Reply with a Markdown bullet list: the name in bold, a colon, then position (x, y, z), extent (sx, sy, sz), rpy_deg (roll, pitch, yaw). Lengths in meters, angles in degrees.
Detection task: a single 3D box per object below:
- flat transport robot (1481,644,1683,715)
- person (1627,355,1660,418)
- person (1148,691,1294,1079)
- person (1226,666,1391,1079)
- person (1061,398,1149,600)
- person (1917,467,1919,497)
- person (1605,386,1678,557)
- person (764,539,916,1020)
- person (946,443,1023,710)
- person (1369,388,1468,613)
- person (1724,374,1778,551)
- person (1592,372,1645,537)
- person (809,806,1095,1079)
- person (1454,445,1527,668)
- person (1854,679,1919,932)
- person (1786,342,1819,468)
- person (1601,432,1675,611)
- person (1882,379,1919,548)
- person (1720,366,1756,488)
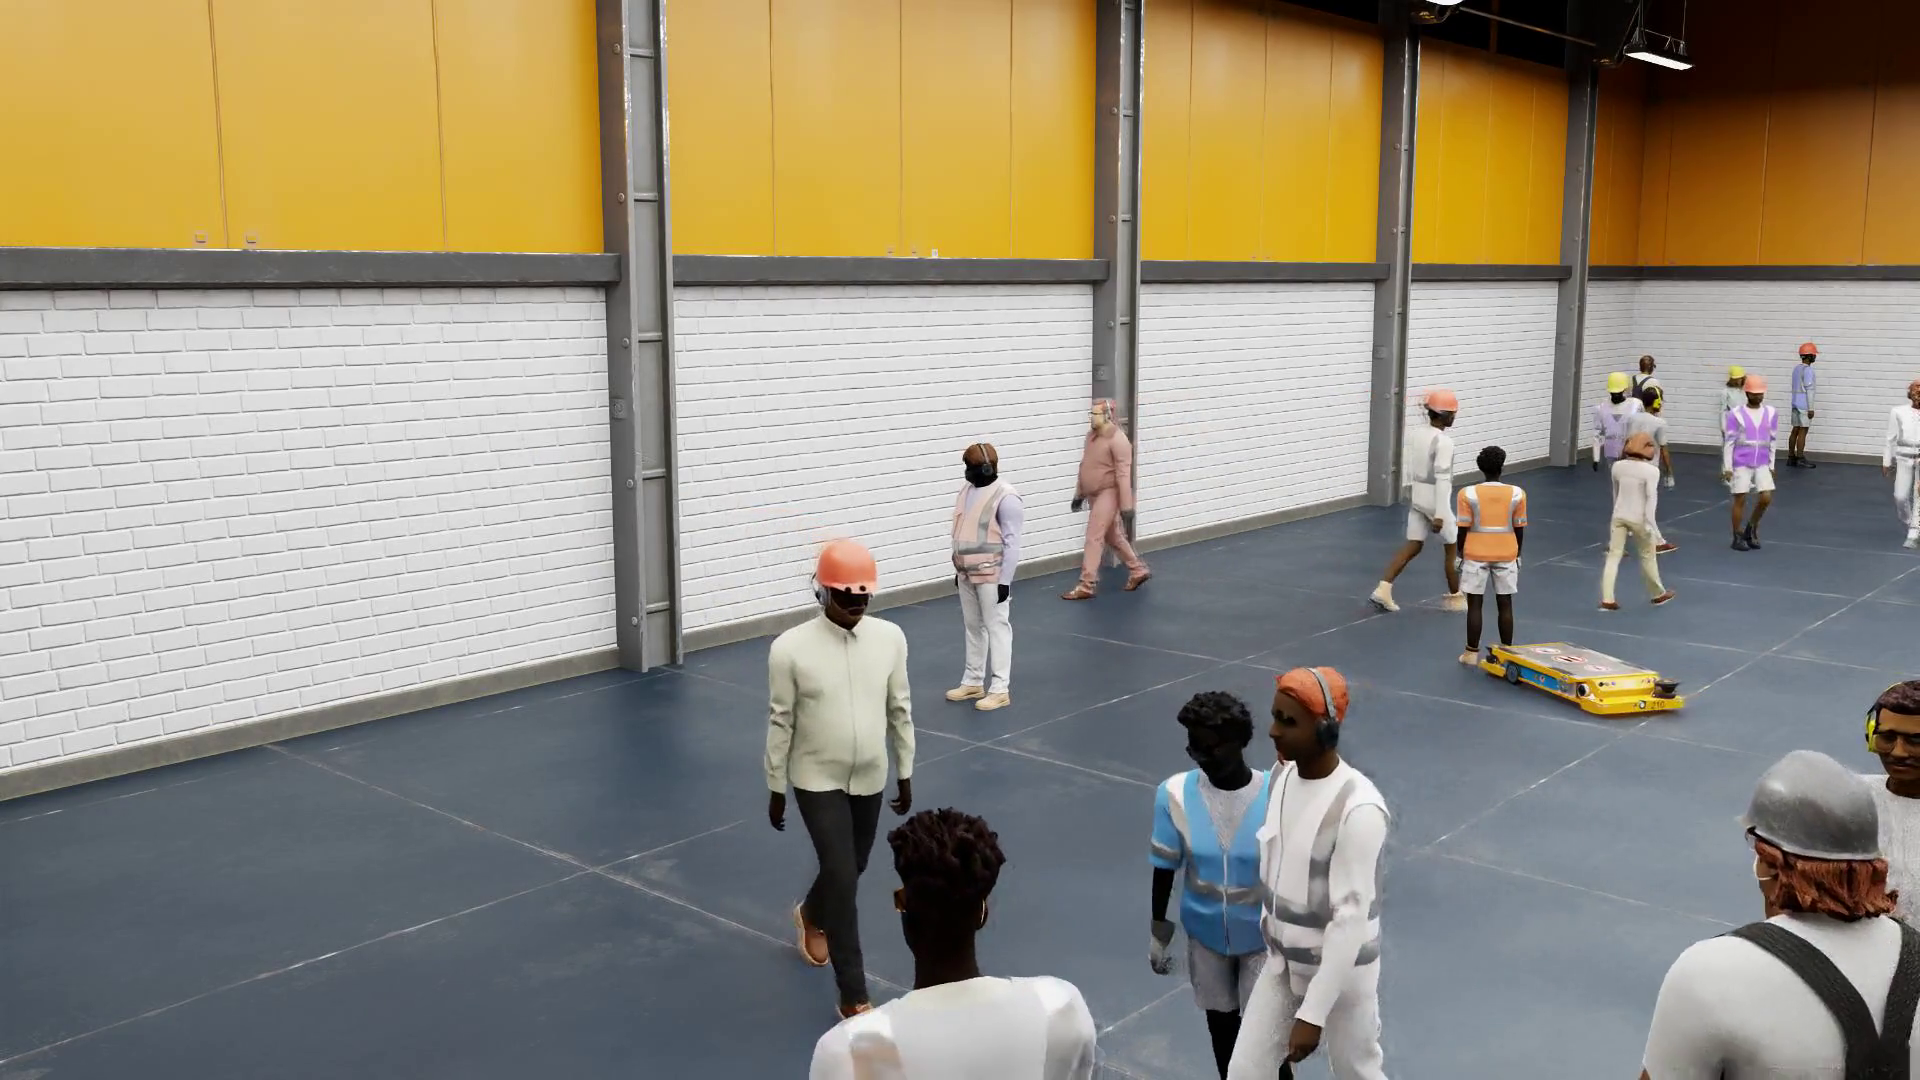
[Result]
- **flat transport robot**: position (4.406, 0.960, 11.867), extent (0.652, 0.197, 1.431), rpy_deg (-2, 9, -15)
- **person**: position (9.714, -1.703, 23.687), extent (0.354, 1.843, 0.511), rpy_deg (-6, 11, -35)
- **person**: position (0.892, 1.284, 5.448), extent (0.544, 1.660, 0.445), rpy_deg (5, 10, 26)
- **person**: position (0.974, 1.287, 4.903), extent (0.947, 1.832, 0.587), rpy_deg (-4, 10, -21)
- **person**: position (1.381, -0.396, 15.408), extent (0.951, 1.868, 0.643), rpy_deg (-3, 10, -19)
- **person**: position (9.845, -0.600, 16.423), extent (0.618, 1.940, 0.998), rpy_deg (7, 11, 38)
- **person**: position (7.251, -0.715, 17.565), extent (1.004, 1.816, 0.540), rpy_deg (-3, 10, -20)
- **person**: position (-0.509, 0.932, 6.806), extent (0.614, 1.949, 0.995), rpy_deg (-5, 10, -30)
- **person**: position (0.152, 0.245, 11.468), extent (0.430, 1.838, 0.619), rpy_deg (-6, 11, -35)
- **person**: position (4.098, -0.331, 14.576), extent (0.996, 2.006, 0.610), rpy_deg (-3, 9, -16)
- **person**: position (8.512, -0.823, 17.901), extent (0.565, 1.917, 0.437), rpy_deg (0, 9, 3)
- **person**: position (7.489, -0.965, 18.895), extent (0.622, 1.881, 0.518), rpy_deg (8, 12, 40)
- **person**: position (0.001, 1.495, 3.293), extent (0.617, 1.945, 0.476), rpy_deg (-3, 10, -20)
- **person**: position (4.007, 0.131, 12.603), extent (0.536, 1.699, 0.321), rpy_deg (0, 9, 3)
- **person**: position (2.622, 1.304, 4.704), extent (0.510, 1.872, 0.329), rpy_deg (7, 12, 39)
- **person**: position (13.069, -2.082, 25.744), extent (0.349, 1.942, 0.545), rpy_deg (0, 9, 1)
- **person**: position (6.045, -0.168, 14.815), extent (0.830, 1.594, 0.504), rpy_deg (-6, 11, -33)
- **person**: position (10.521, -0.854, 18.312), extent (0.621, 1.857, 0.599), rpy_deg (7, 12, 39)
- **person**: position (10.887, -1.575, 23.258), extent (0.507, 1.705, 0.726), rpy_deg (0, 9, -2)
